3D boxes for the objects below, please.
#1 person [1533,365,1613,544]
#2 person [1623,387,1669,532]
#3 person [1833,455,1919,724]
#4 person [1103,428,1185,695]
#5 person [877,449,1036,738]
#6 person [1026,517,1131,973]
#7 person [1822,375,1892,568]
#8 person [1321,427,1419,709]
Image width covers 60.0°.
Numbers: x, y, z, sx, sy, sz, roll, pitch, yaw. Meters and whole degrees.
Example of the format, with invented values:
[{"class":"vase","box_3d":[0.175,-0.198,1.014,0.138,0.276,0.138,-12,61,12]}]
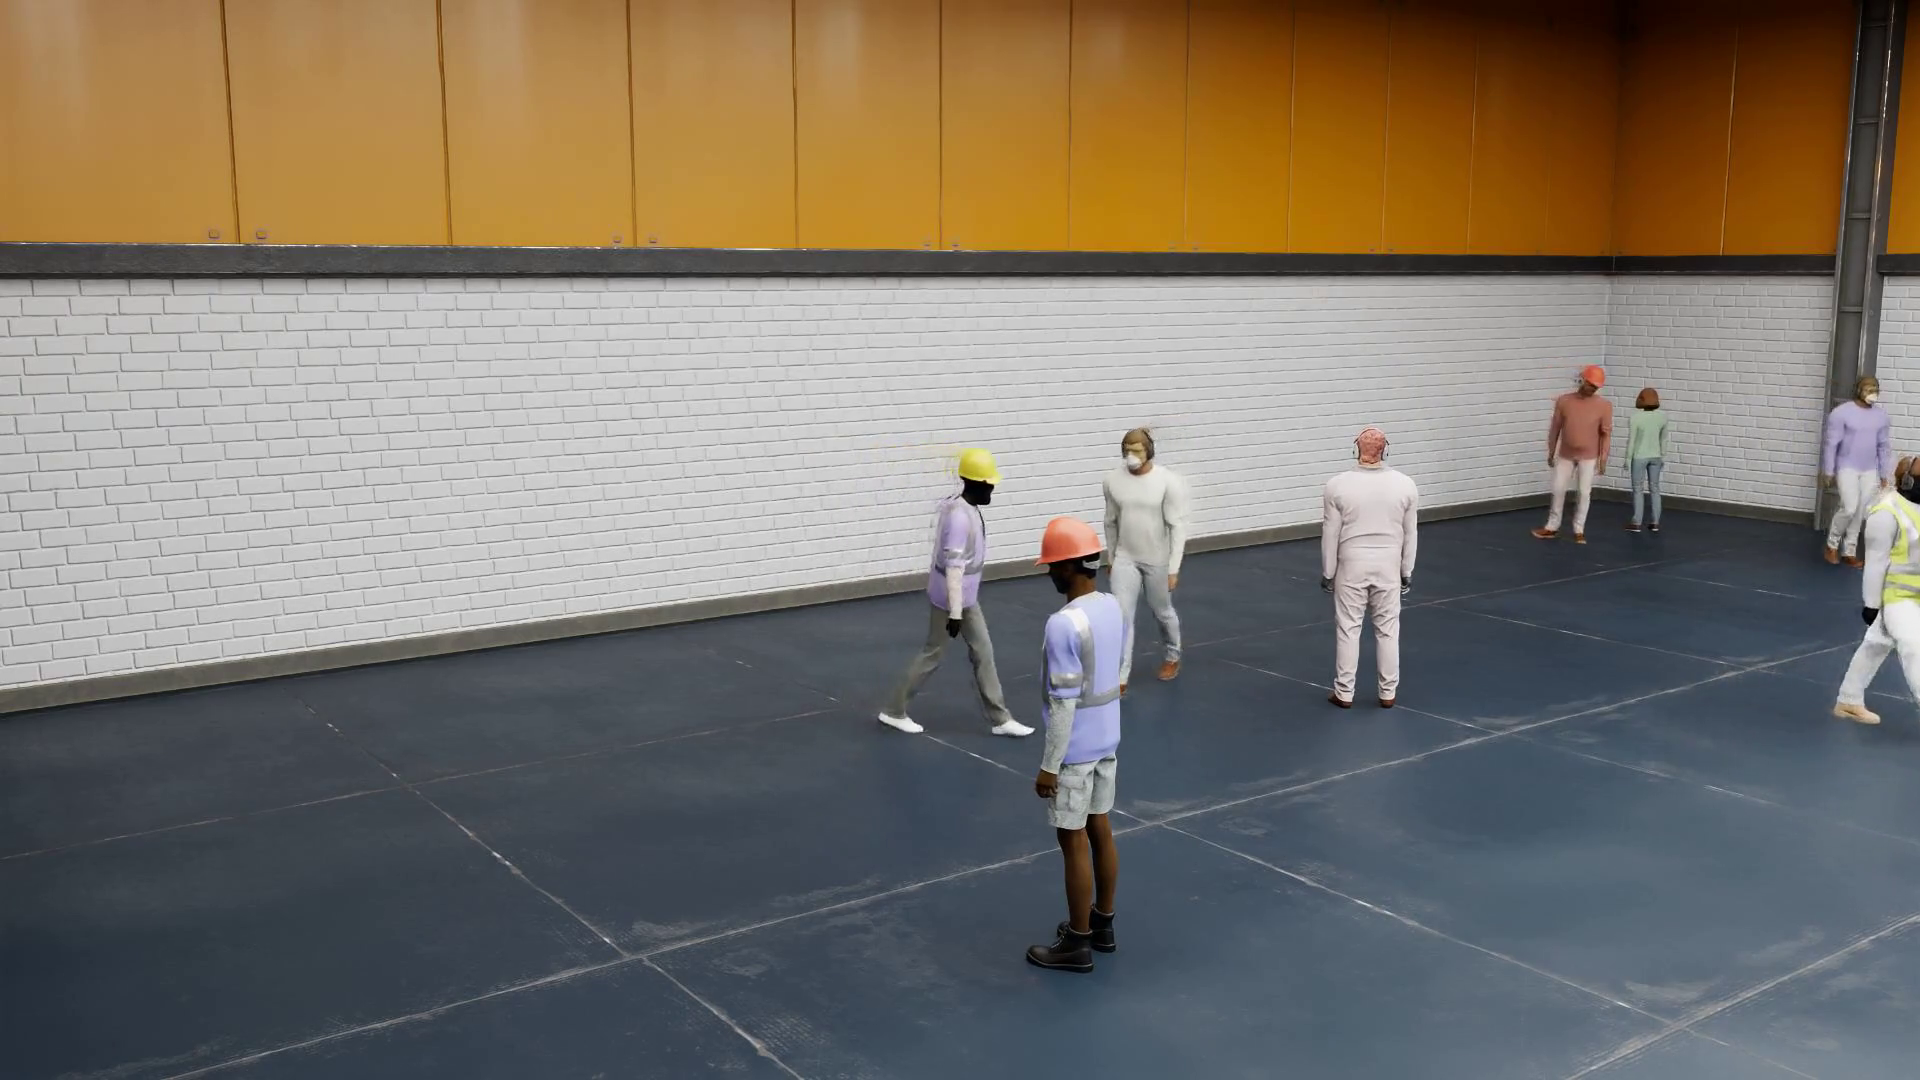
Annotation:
[{"class":"person","box_3d":[6.649,-0.918,17.945,0.710,1.944,0.510,6,11,31]},{"class":"person","box_3d":[7.766,-0.908,18.838,0.507,1.631,0.266,-2,9,-10]},{"class":"person","box_3d":[6.048,0.354,10.556,0.640,1.790,0.957,-7,12,-37]},{"class":"person","box_3d":[1.320,0.135,11.725,0.650,1.886,0.998,5,10,28]},{"class":"person","box_3d":[-0.048,0.340,10.467,1.000,1.861,0.647,2,10,14]},{"class":"person","box_3d":[0.484,0.859,7.031,0.367,1.930,0.542,6,11,32]},{"class":"person","box_3d":[8.892,-0.664,16.473,0.633,1.923,0.445,-1,9,-8]},{"class":"person","box_3d":[2.740,0.193,11.206,0.641,1.909,0.409,0,9,1]}]
